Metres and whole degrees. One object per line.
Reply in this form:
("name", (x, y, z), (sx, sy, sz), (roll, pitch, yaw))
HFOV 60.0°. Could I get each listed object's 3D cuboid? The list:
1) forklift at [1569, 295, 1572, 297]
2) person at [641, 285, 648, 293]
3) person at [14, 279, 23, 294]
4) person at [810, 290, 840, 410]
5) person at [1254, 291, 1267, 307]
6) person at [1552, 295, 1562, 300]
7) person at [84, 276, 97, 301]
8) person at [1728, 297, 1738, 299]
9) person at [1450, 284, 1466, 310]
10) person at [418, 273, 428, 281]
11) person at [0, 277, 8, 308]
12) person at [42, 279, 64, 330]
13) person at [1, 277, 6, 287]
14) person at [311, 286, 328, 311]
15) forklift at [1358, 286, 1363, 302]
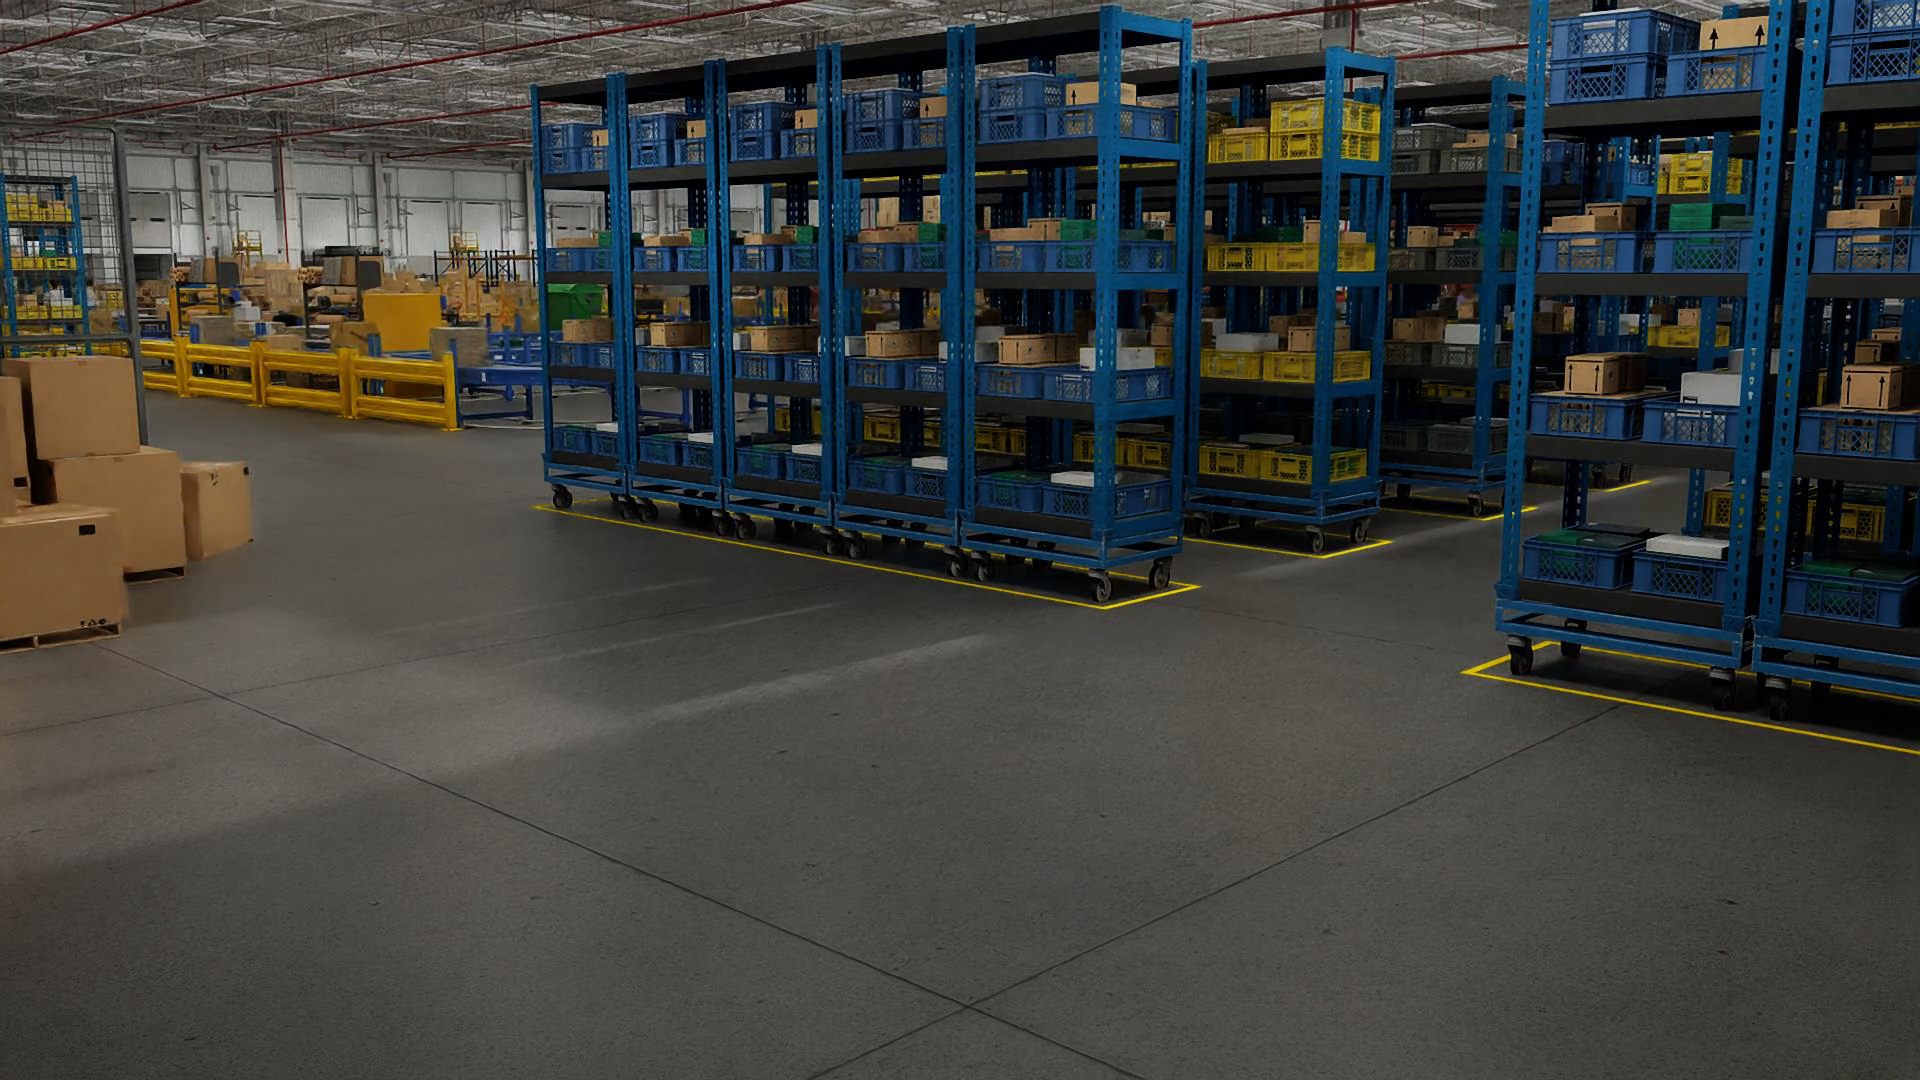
("forklift", (16.487, -6.672, 44.850), (1.873, 2.768, 1.129), (9, 13, 43))
("person", (-17.264, -13.625, 90.736), (0.541, 1.811, 0.836), (5, 11, 30))
("person", (-40.524, -10.476, 71.796), (0.321, 1.696, 0.536), (6, 11, 34))
("person", (-1.529, -2.057, 19.452), (1.047, 1.939, 0.652), (-7, 12, -37))
("person", (4.086, -2.473, 22.441), (0.683, 1.798, 0.613), (-7, 11, -35))
("person", (10.649, -3.690, 29.647), (0.651, 1.879, 0.661), (-1, 9, -8))
("person", (-24.562, -6.508, 46.940), (0.626, 1.870, 0.591), (-8, 12, -41))
("person", (18.100, -5.201, 38.759), (0.654, 1.919, 0.440), (-5, 11, -29))
("person", (9.219, -3.867, 30.823), (0.383, 1.842, 0.570), (4, 10, 21))
("person", (-28.565, -13.271, 88.533), (0.604, 1.828, 0.971), (3, 10, 15))
("person", (-30.877, -7.669, 53.531), (0.595, 2.000, 0.684), (-6, 11, -33))
("person", (-20.934, -5.119, 38.529), (0.377, 1.841, 0.605), (5, 11, 29))
("person", (-45.739, -11.884, 79.677), (0.351, 1.942, 0.545), (3, 10, 18))
("person", (-20.265, -7.474, 52.700), (0.461, 1.918, 0.565), (7, 11, 36))
("forklift", (11.100, -7.017, 46.970), (1.873, 2.768, 1.129), (9, 13, 43))
